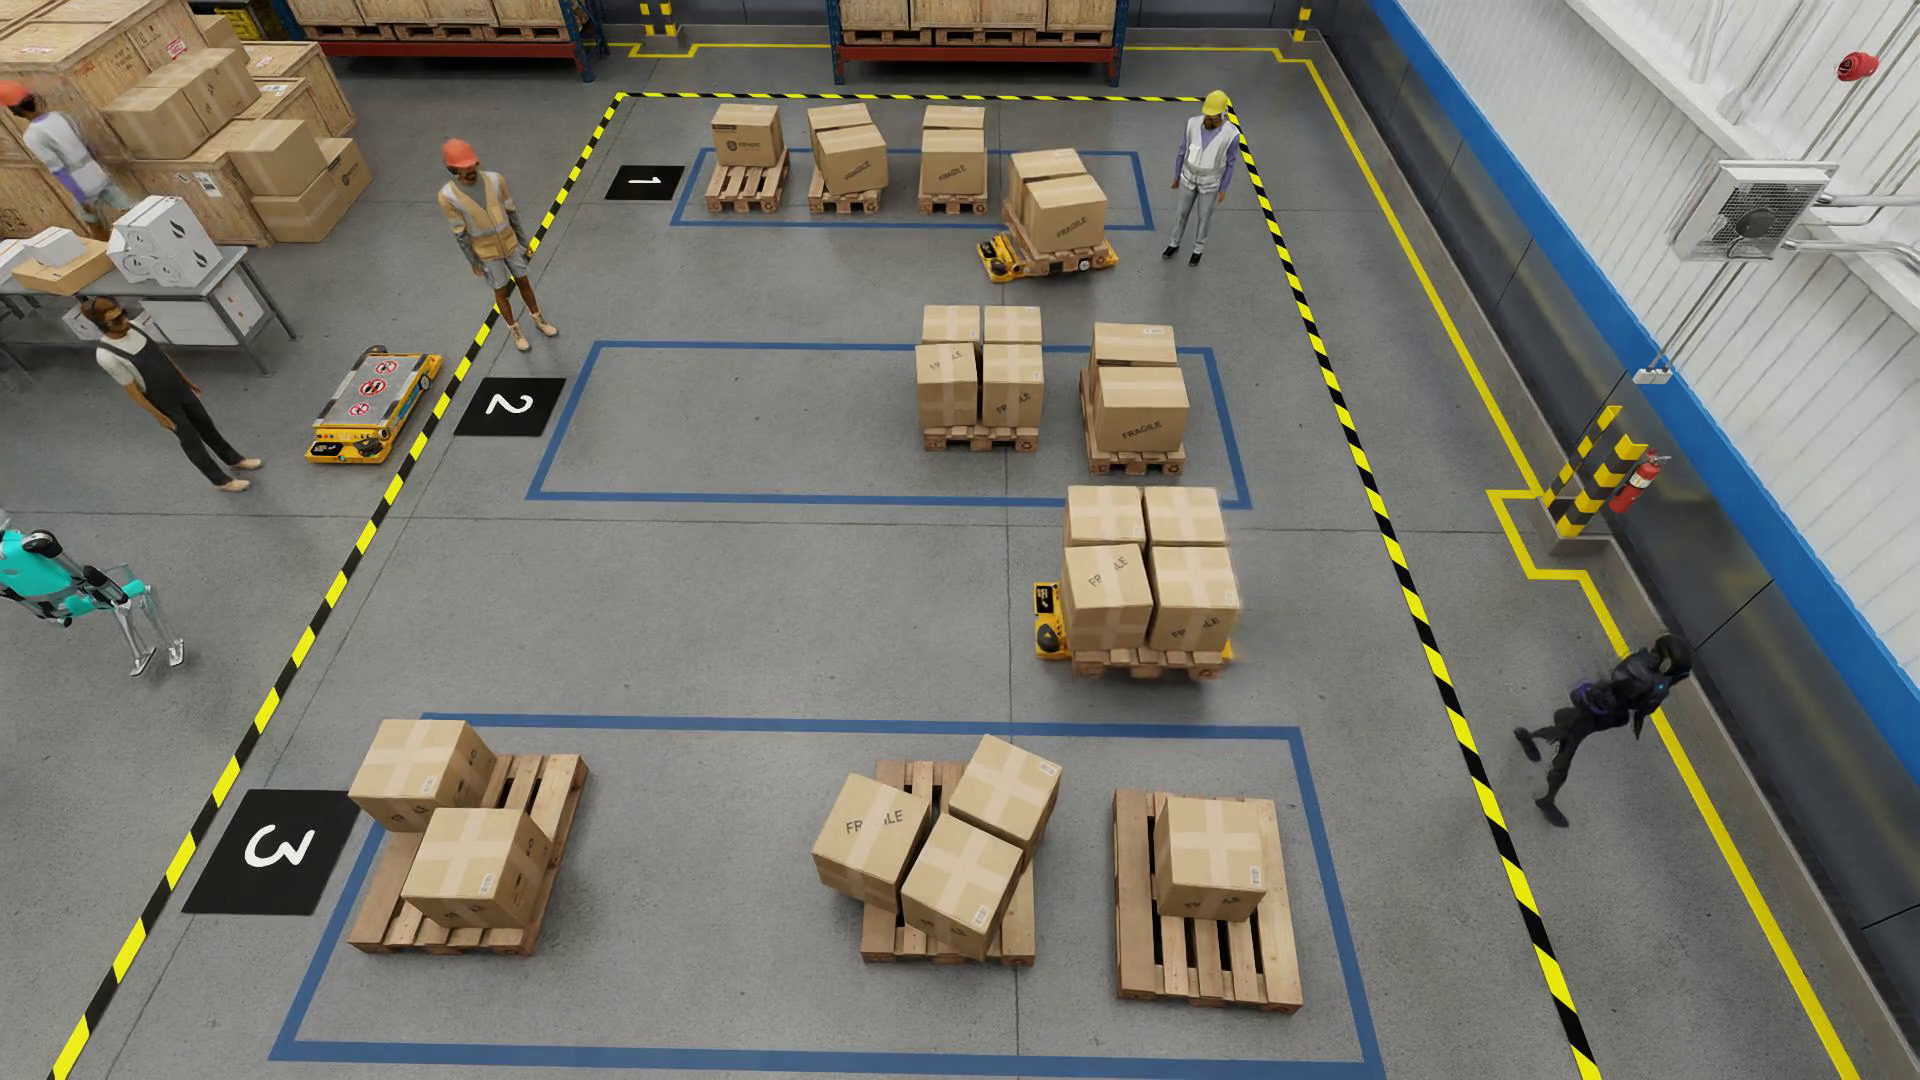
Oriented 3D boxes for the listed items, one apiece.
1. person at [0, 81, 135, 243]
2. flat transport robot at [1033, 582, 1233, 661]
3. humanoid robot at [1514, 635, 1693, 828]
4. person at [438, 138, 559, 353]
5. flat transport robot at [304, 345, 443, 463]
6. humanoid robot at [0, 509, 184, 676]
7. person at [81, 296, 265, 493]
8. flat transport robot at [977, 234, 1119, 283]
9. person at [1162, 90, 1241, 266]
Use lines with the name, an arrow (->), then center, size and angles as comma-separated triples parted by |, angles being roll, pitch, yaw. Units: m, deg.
person -> -8.918, -3.657, 9.343 | 1.073, 1.989, 0.630 | 0, 50, 0
flat transport robot -> 1.280, 0.574, 6.863 | 1.431, 0.197, 0.652 | 1, 50, 1
humanoid robot -> 3.909, 1.086, 5.546 | 0.589, 1.629, 0.743 | -8, 50, -6
person -> -4.283, -2.707, 8.495 | 0.366, 2.048, 0.605 | 35, 58, 26
flat transport robot -> -5.383, -1.269, 8.441 | 0.659, 0.231, 1.431 | 1, 50, 1
humanoid robot -> -5.825, 0.256, 6.101 | 0.533, 1.677, 0.735 | -12, 51, -10
person -> -6.280, -1.137, 7.304 | 0.348, 1.841, 0.501 | -3, 50, -2
flat transport robot -> 0.958, -3.182, 10.041 | 1.431, 0.197, 0.652 | -11, 51, -9
person -> 2.489, -3.721, 9.491 | 0.598, 1.830, 0.404 | 24, 54, 19
